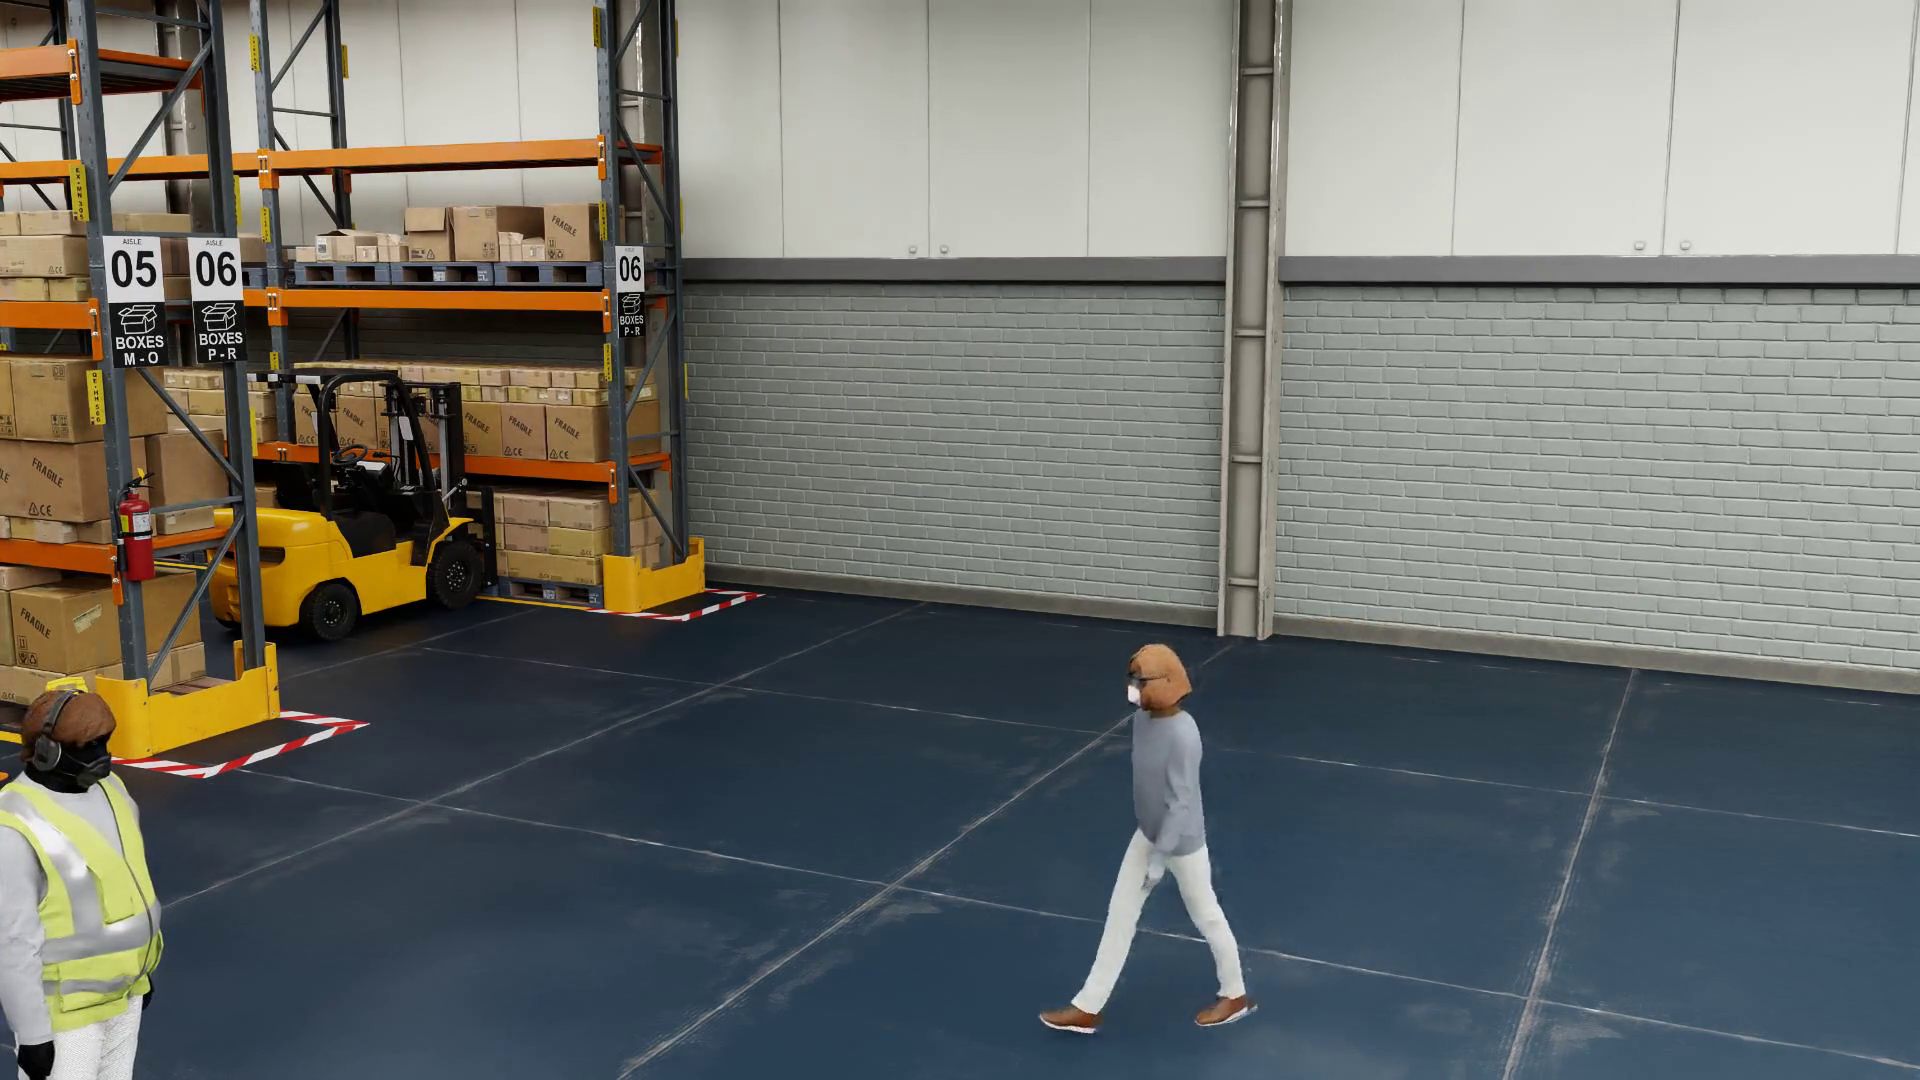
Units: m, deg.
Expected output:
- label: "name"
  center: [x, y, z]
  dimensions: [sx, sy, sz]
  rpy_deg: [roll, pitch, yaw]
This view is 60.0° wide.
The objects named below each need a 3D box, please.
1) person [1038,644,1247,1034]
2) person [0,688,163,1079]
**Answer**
- label: "person"
  center: [0.782, 1.191, 6.552]
  dimensions: [0.899, 1.577, 0.503]
  rpy_deg: [-4, 10, -24]
- label: "person"
  center: [-2.564, 1.334, 4.875]
  dimensions: [0.429, 1.838, 0.622]
  rpy_deg: [0, 9, 0]
